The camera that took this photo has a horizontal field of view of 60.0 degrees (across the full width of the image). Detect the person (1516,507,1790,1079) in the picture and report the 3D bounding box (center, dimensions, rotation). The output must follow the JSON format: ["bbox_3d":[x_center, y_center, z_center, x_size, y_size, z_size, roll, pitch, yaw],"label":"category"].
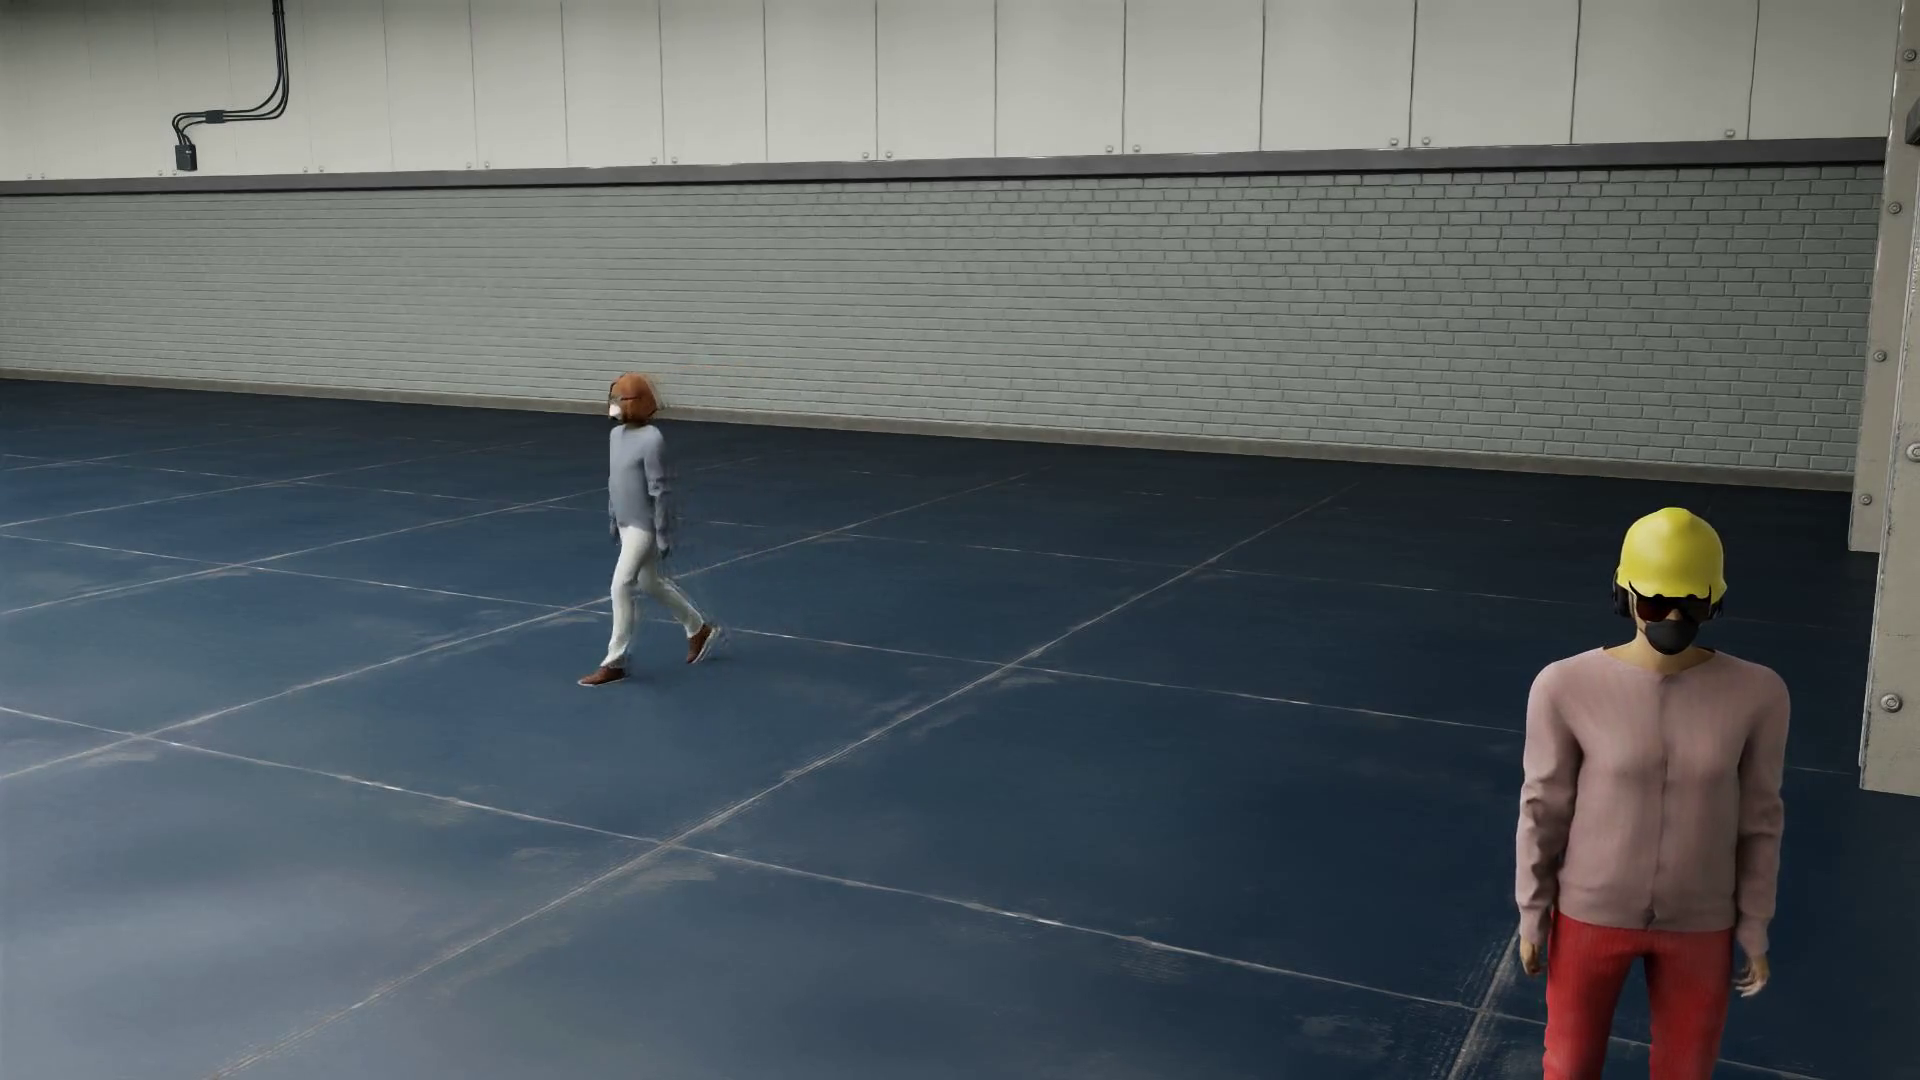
[{"bbox_3d":[1.430,0.797,3.474,0.523,1.761,0.333,1,10,8],"label":"person"}]

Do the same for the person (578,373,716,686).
[{"bbox_3d":[-1.632,-0.078,8.658,0.790,1.605,0.504,-7,13,-35],"label":"person"}]
